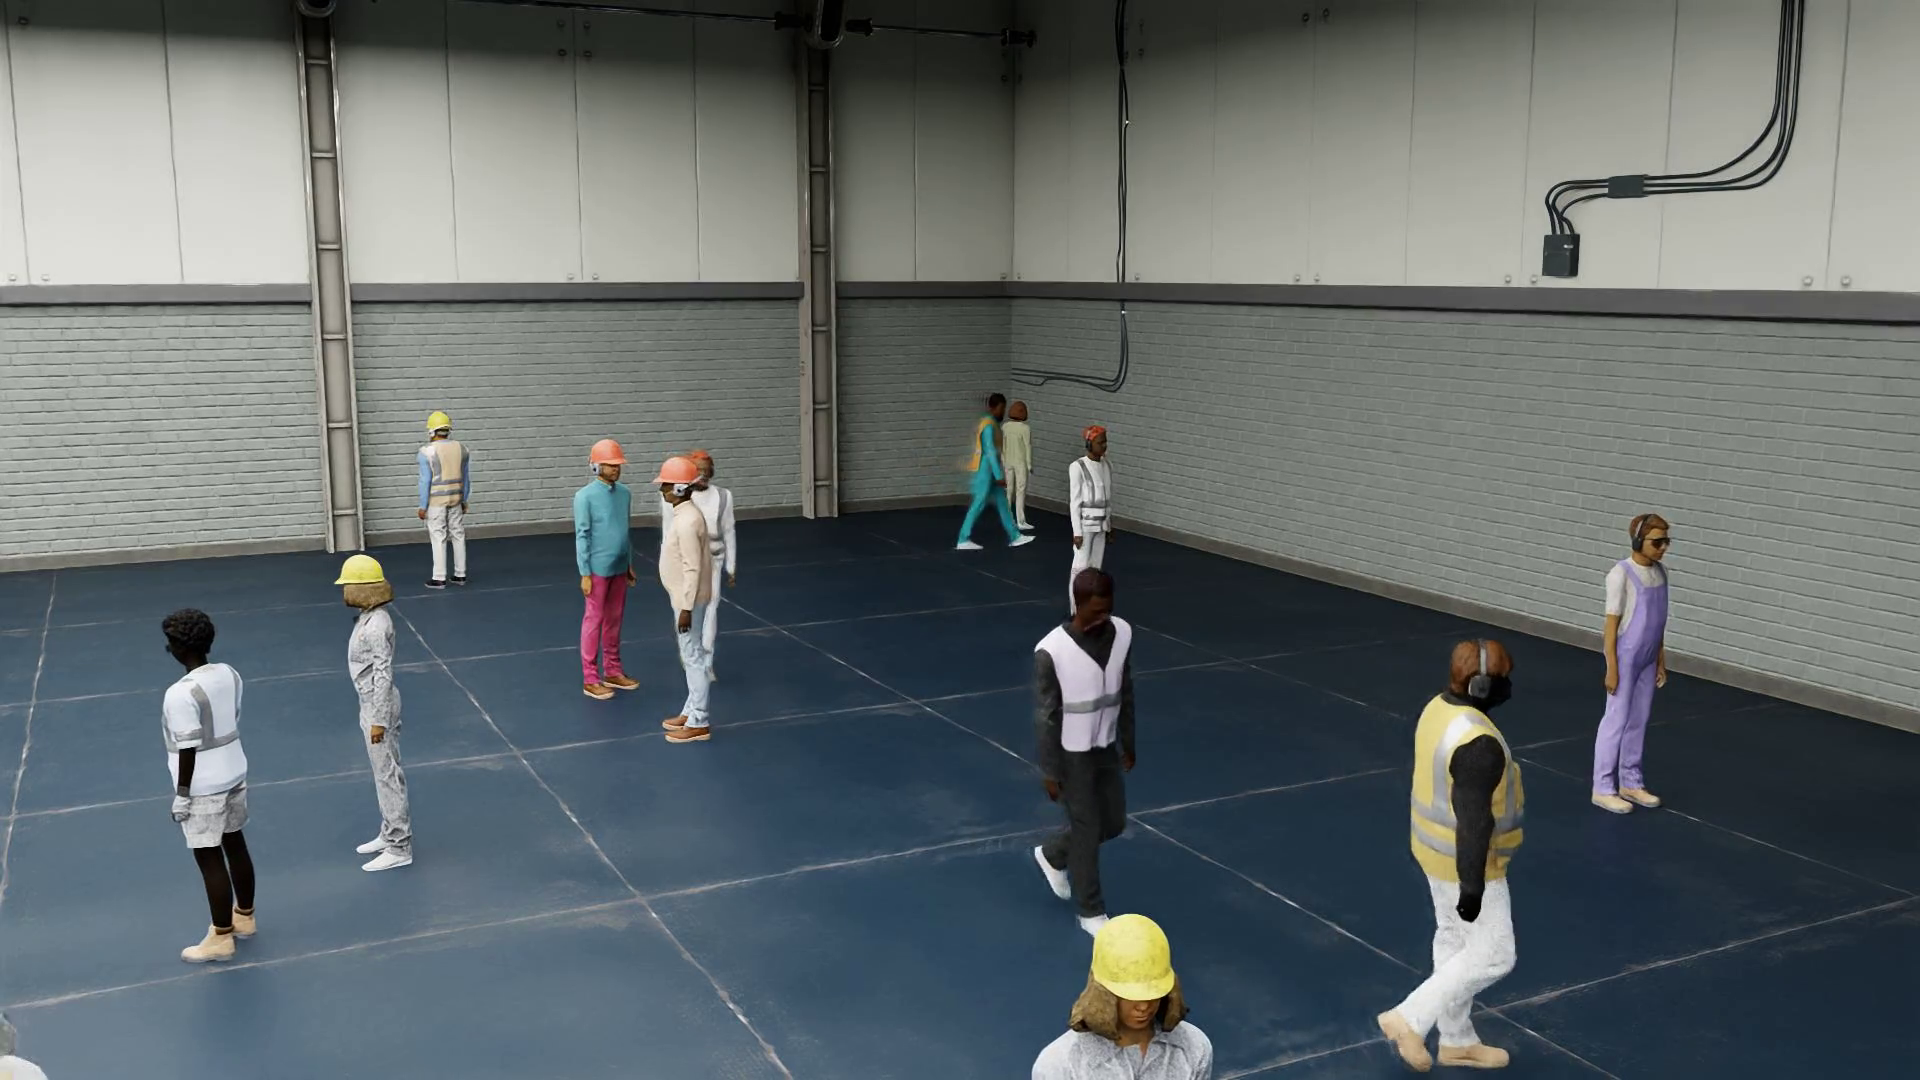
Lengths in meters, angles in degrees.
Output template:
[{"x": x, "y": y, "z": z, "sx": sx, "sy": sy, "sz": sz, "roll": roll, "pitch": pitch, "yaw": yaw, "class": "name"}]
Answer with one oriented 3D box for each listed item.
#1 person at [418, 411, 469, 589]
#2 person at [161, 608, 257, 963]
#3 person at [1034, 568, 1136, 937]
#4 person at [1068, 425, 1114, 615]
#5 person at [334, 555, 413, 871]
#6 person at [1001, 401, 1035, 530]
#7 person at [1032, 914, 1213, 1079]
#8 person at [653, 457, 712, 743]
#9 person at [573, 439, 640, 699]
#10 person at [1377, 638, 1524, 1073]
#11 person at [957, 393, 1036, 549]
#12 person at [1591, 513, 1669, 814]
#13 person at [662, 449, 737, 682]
[{"x": -5.356, "y": -0.414, "z": 17.216, "sx": 0.404, "sy": 1.831, "sz": 0.600, "roll": 7, "pitch": 11, "yaw": 35, "class": "person"}, {"x": -3.593, "y": 1.161, "z": 7.942, "sx": 0.320, "sy": 1.691, "sz": 0.537, "roll": 1, "pitch": 9, "yaw": 3, "class": "person"}, {"x": 0.573, "y": 1.027, "z": 8.182, "sx": 0.649, "sy": 1.881, "sz": 0.617, "roll": -8, "pitch": 12, "yaw": -40, "class": "person"}, {"x": 1.205, "y": -0.105, "z": 15.161, "sx": 0.360, "sy": 1.883, "sz": 0.574, "roll": 8, "pitch": 12, "yaw": 39, "class": "person"}, {"x": -3.229, "y": 0.941, "z": 9.145, "sx": 0.322, "sy": 1.742, "sz": 0.493, "roll": -4, "pitch": 10, "yaw": -23, "class": "person"}, {"x": 0.730, "y": -0.948, "z": 21.119, "sx": 0.265, "sy": 1.632, "sz": 0.509, "roll": -9, "pitch": 13, "yaw": -44, "class": "person"}, {"x": 0.411, "y": 1.755, "z": 4.131, "sx": 0.491, "sy": 1.743, "sz": 0.324, "roll": -3, "pitch": 10, "yaw": -20, "class": "person"}, {"x": -1.926, "y": 0.412, "z": 11.628, "sx": 0.383, "sy": 1.996, "sz": 0.609, "roll": -2, "pitch": 9, "yaw": -9, "class": "person"}, {"x": -2.718, "y": 0.212, "z": 12.860, "sx": 0.395, "sy": 1.994, "sz": 0.612, "roll": 5, "pitch": 10, "yaw": 27, "class": "person"}, {"x": 2.011, "y": 1.291, "z": 6.725, "sx": 0.492, "sy": 1.828, "sz": 0.647, "roll": 0, "pitch": 9, "yaw": 0, "class": "person"}, {"x": 0.398, "y": -0.796, "z": 19.521, "sx": 0.923, "sy": 1.856, "sz": 0.620, "roll": 2, "pitch": 9, "yaw": 11, "class": "person"}, {"x": 4.089, "y": 0.744, "z": 10.096, "sx": 0.500, "sy": 1.838, "sz": 0.351, "roll": -6, "pitch": 11, "yaw": -33, "class": "person"}, {"x": -2.066, "y": 0.209, "z": 13.260, "sx": 0.591, "sy": 1.869, "sz": 0.421, "roll": -4, "pitch": 10, "yaw": -23, "class": "person"}]
